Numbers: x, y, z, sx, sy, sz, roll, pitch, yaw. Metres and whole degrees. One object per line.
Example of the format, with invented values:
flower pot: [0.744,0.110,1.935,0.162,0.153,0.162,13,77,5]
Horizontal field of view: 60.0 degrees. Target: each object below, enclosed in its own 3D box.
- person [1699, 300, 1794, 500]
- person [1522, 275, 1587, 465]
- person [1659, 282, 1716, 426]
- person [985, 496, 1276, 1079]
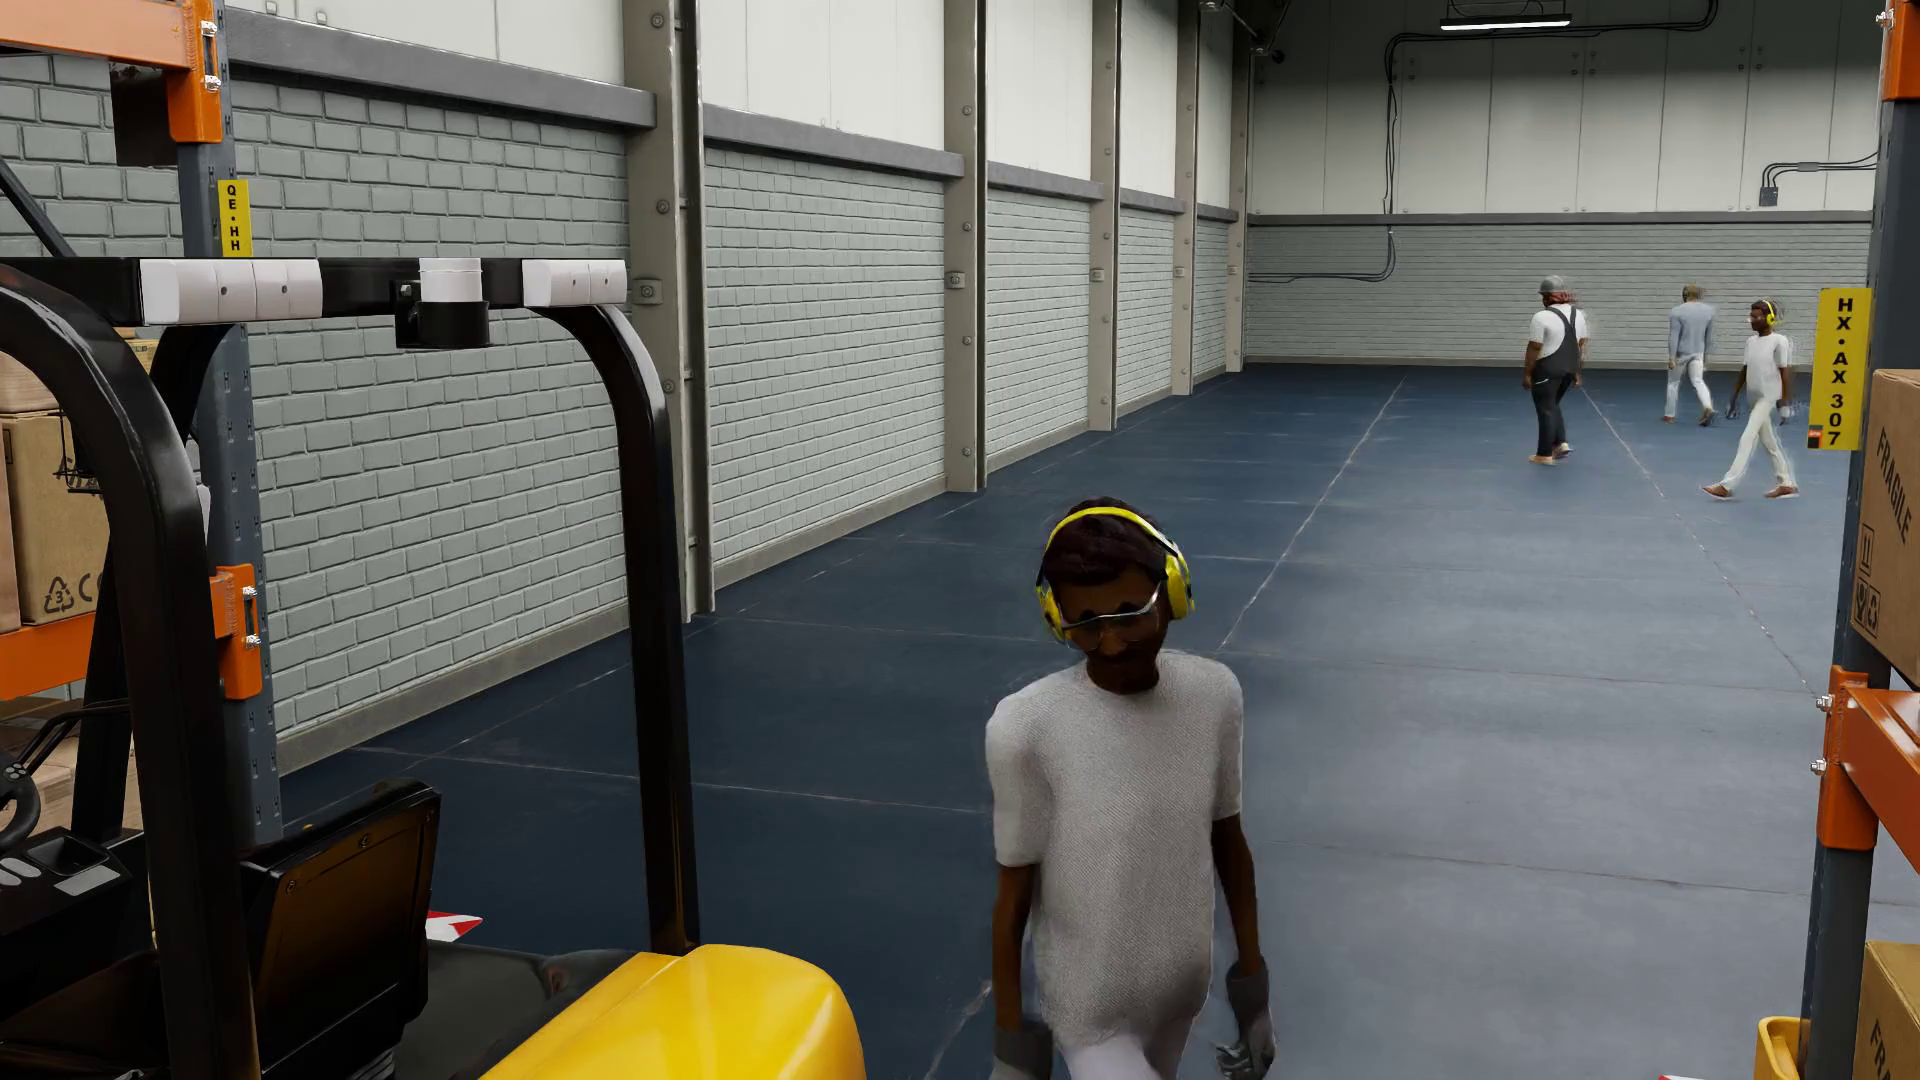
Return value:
person: [7.226,-1.262,15.126,0.993,1.813,0.552,-1,10,-8]
person: [6.296,-1.821,17.783,0.711,2.000,0.535,-5,11,-27]
person: [9.703,-2.461,22.038,0.638,1.910,0.937,-1,10,-8]
person: [0.265,0.796,2.904,0.559,1.812,0.950,-6,11,-32]
